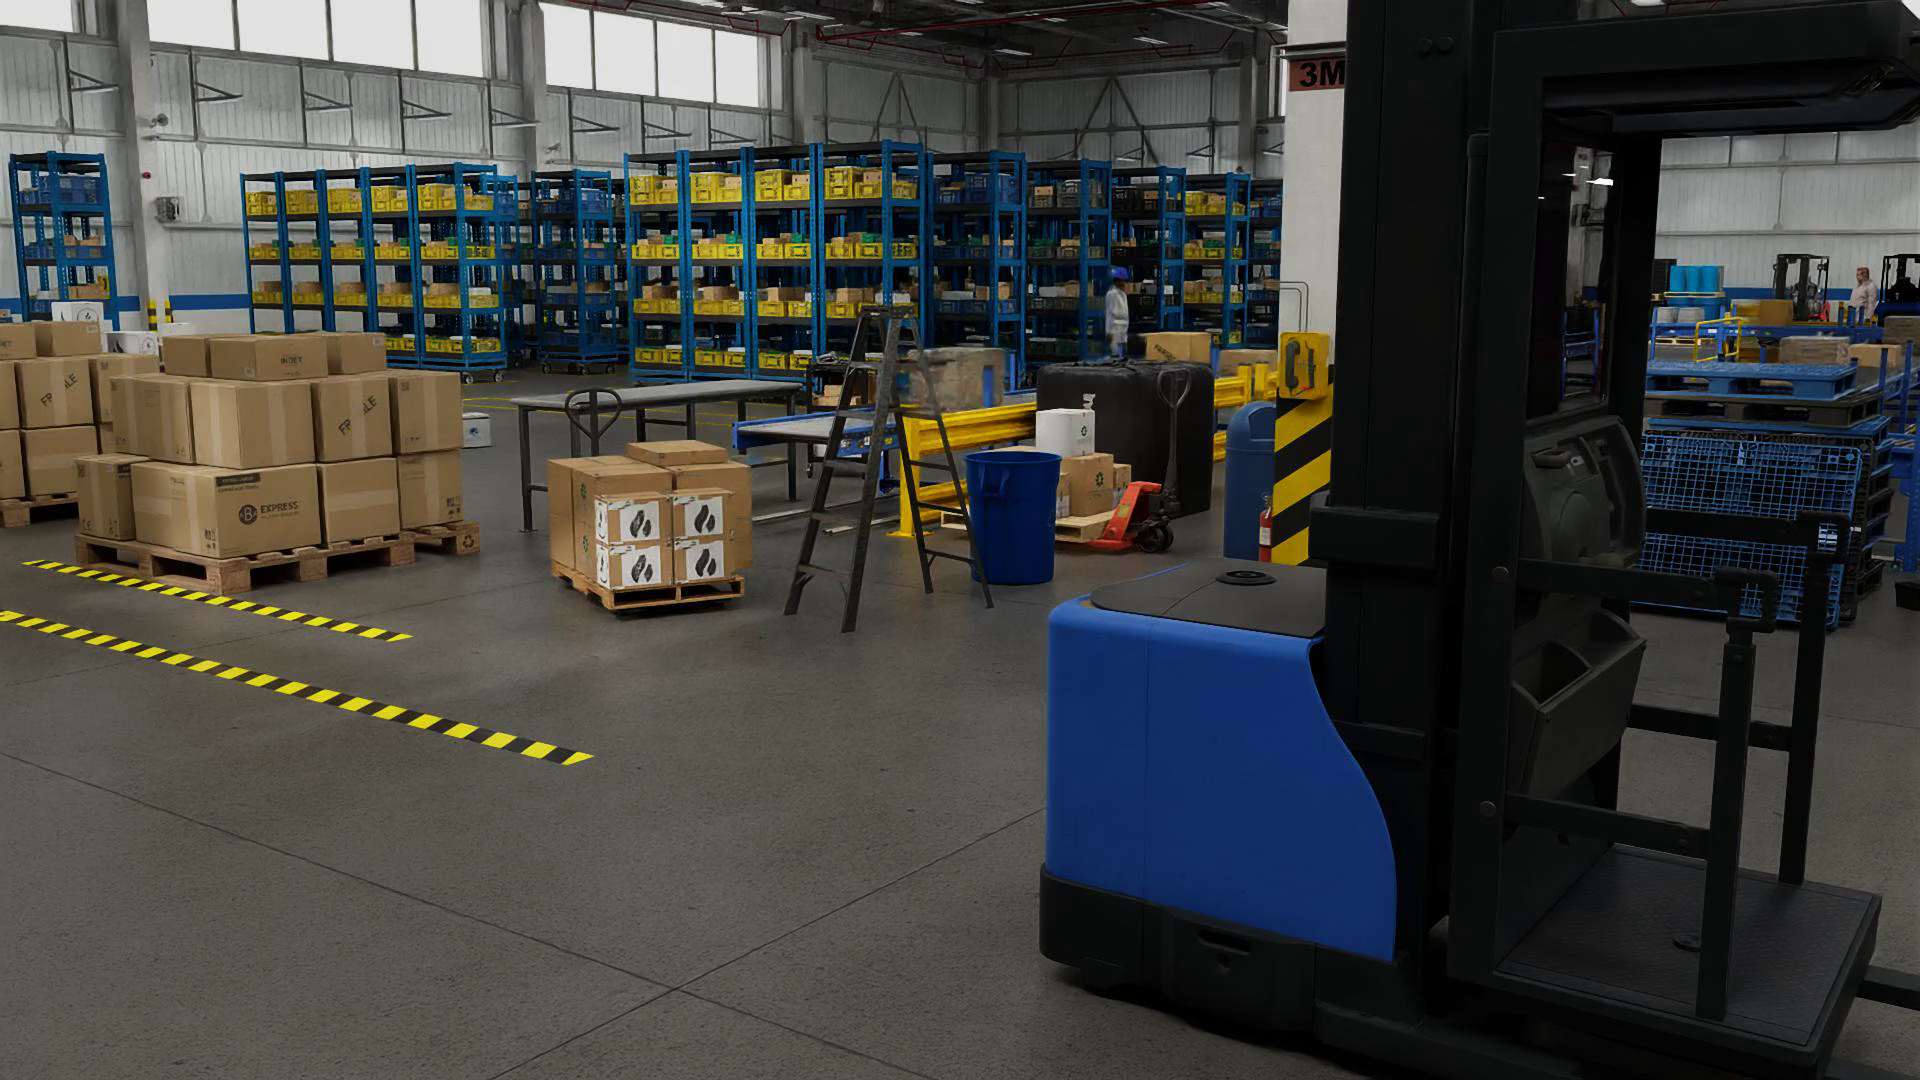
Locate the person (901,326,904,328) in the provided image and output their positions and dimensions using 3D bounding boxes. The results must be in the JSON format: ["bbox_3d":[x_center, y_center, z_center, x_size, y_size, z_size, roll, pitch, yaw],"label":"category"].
[{"bbox_3d":[-1.373,-4.966,36.187,0.563,1.847,0.388,-3,10,-15],"label":"person"}]

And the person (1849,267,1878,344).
[{"bbox_3d":[17.535,-4.356,32.402,0.406,1.901,0.639,0,10,-2],"label":"person"}]

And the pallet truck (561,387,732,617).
[{"bbox_3d":[-1.981,-0.274,10.088,0.680,1.201,1.601,-5,11,-28],"label":"pallet truck"}]

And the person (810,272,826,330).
[{"bbox_3d":[-2.756,-4.454,33.249,0.631,1.806,0.721,5,11,26],"label":"person"}]

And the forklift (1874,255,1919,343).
[{"bbox_3d":[22.089,-5.634,38.796,1.157,1.987,2.680,6,11,33],"label":"forklift"}]

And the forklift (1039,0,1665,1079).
[{"bbox_3d":[1.249,-0.137,4.360,1.873,2.768,1.129,7,12,35],"label":"forklift"}]

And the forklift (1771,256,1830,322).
[{"bbox_3d":[20.253,-5.854,40.139,1.157,1.987,2.680,7,12,35],"label":"forklift"}]

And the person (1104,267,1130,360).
[{"bbox_3d":[2.370,-3.221,25.564,0.589,1.930,0.611,5,11,27],"label":"person"}]

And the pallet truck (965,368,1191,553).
[{"bbox_3d":[0.845,-0.609,11.869,1.630,1.274,0.653,7,12,35],"label":"pallet truck"}]
